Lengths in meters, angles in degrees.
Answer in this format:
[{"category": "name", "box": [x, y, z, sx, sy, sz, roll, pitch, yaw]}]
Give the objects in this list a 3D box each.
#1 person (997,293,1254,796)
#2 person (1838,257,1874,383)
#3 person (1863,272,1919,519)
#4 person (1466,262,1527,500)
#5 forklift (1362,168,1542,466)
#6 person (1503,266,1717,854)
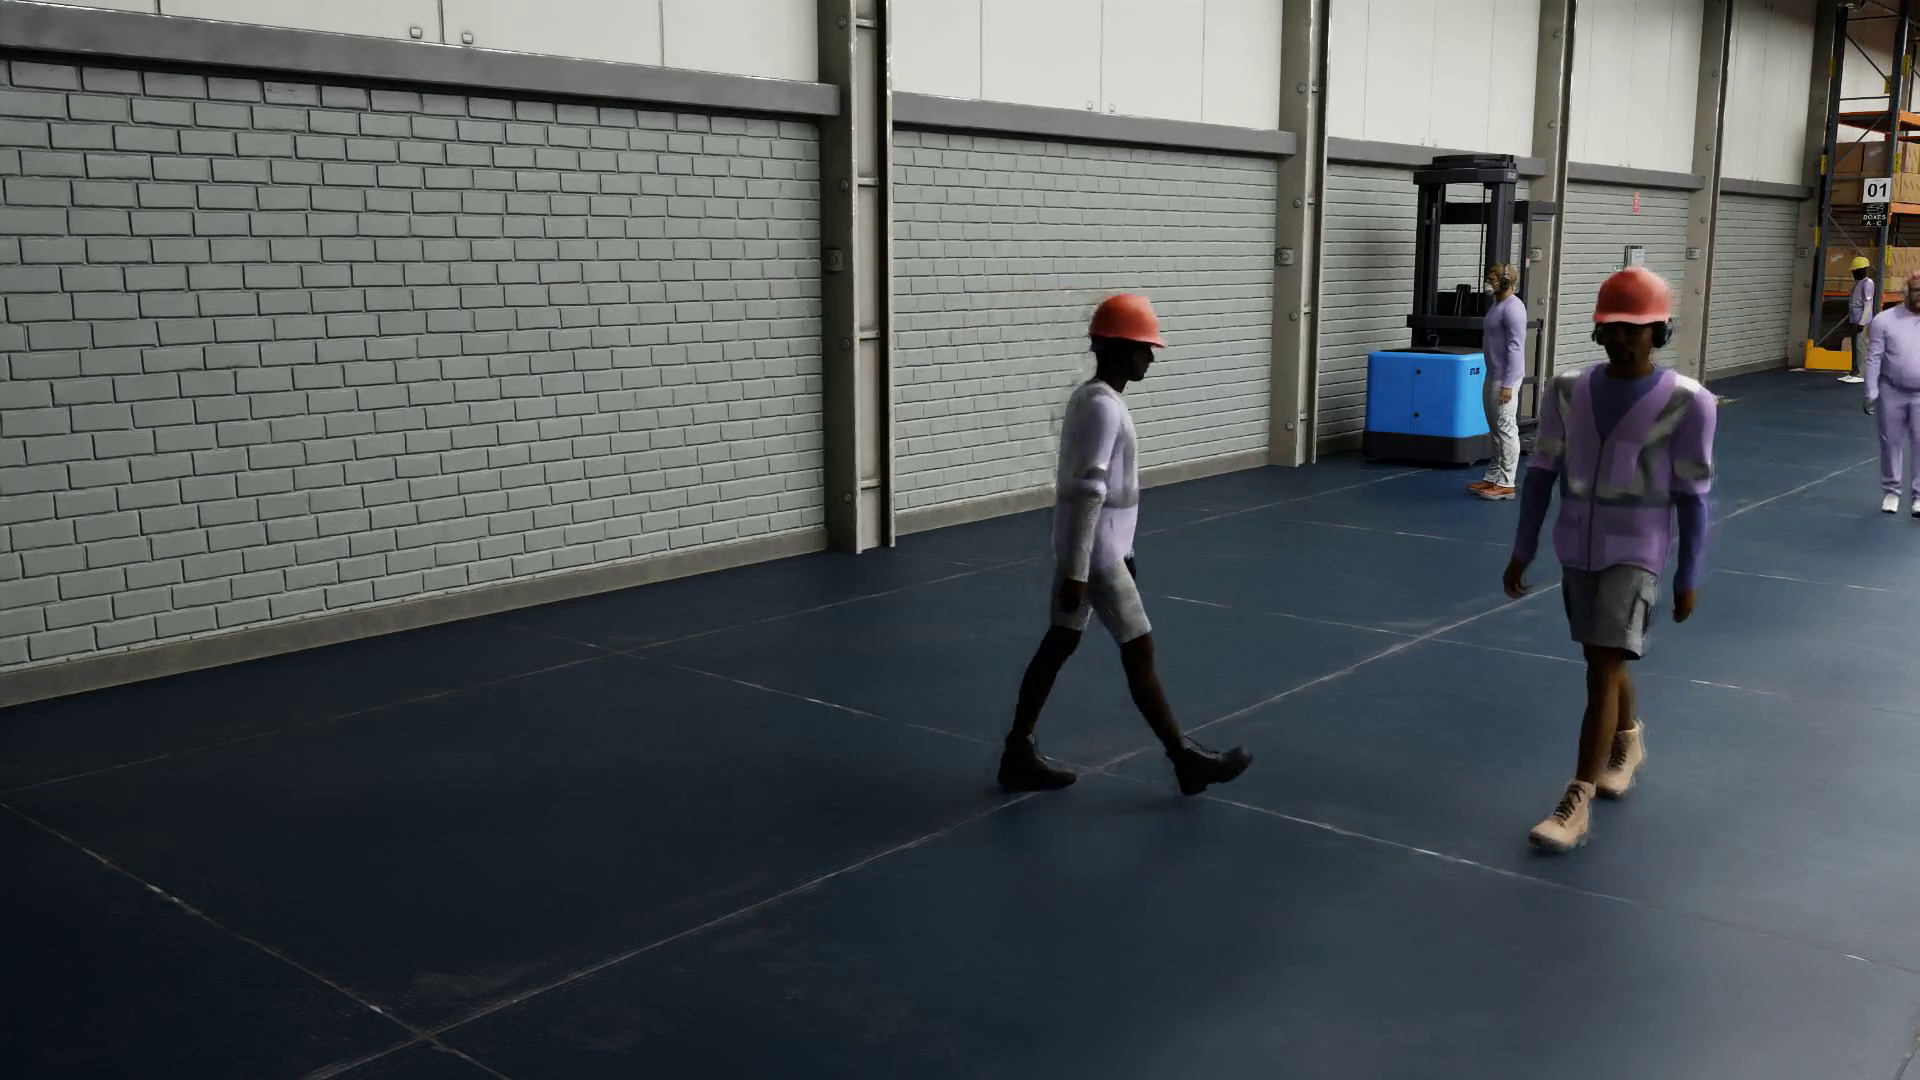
[{"category": "person", "box": [0.591, 0.030, 6.235, 0.984, 1.877, 0.548, 0, 10, -2]}, {"category": "person", "box": [13.763, -3.369, 25.494, 0.381, 1.917, 0.585, 3, 10, 15]}, {"category": "person", "box": [7.253, -1.100, 12.710, 0.642, 1.865, 0.949, 5, 11, 28]}, {"category": "person", "box": [4.460, -1.313, 13.725, 0.375, 1.940, 0.627, 1, 10, 4]}, {"category": "forklift", "box": [4.875, -2.212, 16.287, 1.129, 2.768, 1.873, 8, 13, 40]}, {"category": "person", "box": [2.327, 0.032, 5.915, 1.042, 2.000, 0.608, -9, 13, -41]}]
